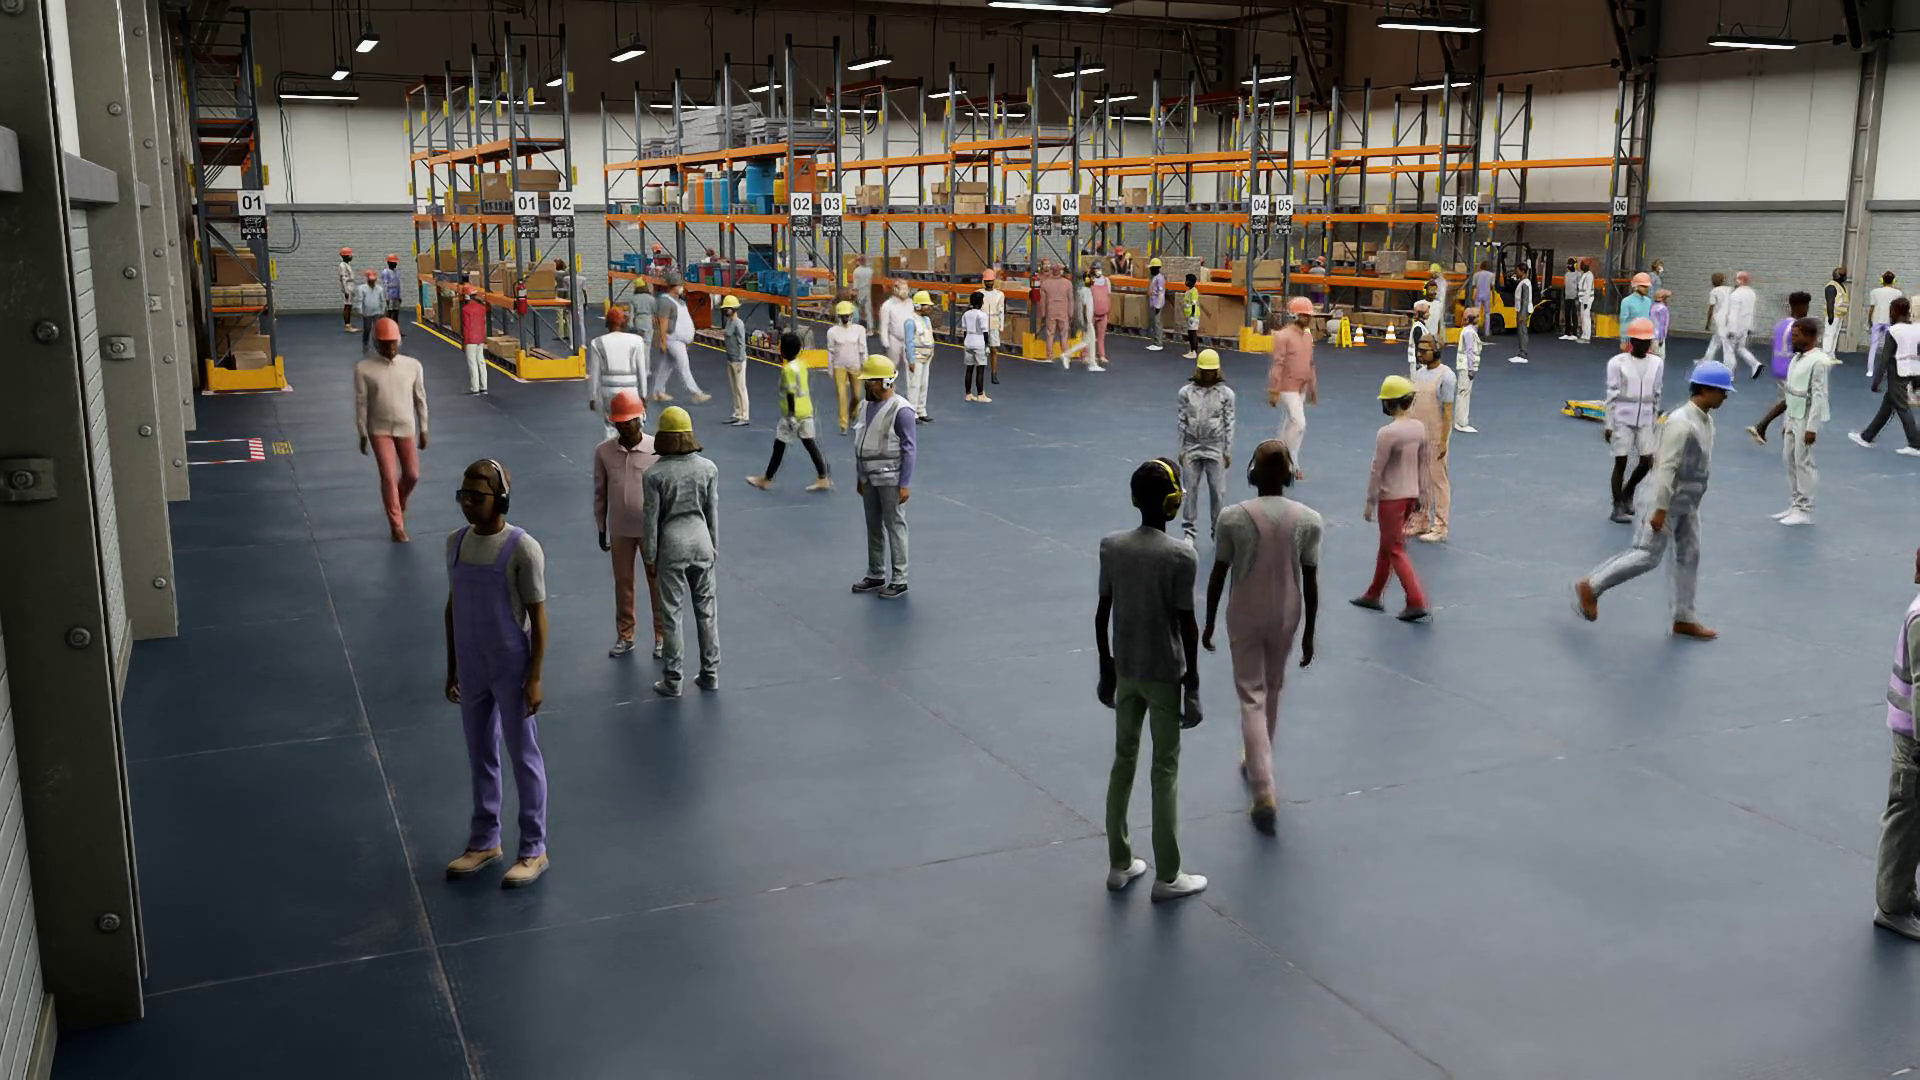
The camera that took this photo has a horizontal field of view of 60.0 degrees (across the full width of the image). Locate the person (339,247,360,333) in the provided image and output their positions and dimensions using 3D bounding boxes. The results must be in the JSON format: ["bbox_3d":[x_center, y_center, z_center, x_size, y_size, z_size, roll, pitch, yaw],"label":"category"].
[{"bbox_3d":[-14.768,-6.033,40.188,0.378,2.044,0.607,-2,11,-10],"label":"person"}]

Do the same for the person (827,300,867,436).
[{"bbox_3d":[-1.482,-2.265,21.766,0.527,1.752,0.612,-2,11,-8],"label":"person"}]

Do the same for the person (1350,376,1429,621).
[{"bbox_3d":[3.091,-0.301,11.836,0.541,1.739,0.740,-10,15,-41],"label":"person"}]

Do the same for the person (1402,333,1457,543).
[{"bbox_3d":[4.136,-0.900,14.632,0.345,1.840,0.503,-4,12,-21],"label":"person"}]

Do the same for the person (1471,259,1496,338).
[{"bbox_3d":[12.099,-5.585,38.475,0.520,1.844,0.444,5,12,24],"label":"person"}]

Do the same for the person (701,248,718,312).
[{"bbox_3d":[-7.225,-7.544,48.307,0.622,1.866,0.454,-3,12,-16],"label":"person"}]

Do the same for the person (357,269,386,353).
[{"bbox_3d":[-12.131,-4.717,34.281,0.571,1.733,0.618,-7,13,-32],"label":"person"}]

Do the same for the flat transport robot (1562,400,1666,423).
[{"bbox_3d":[9.087,-1.792,23.148,0.652,0.197,1.431,-3,12,-14],"label":"flat transport robot"}]

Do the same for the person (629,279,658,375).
[{"bbox_3d":[-5.649,-3.820,29.809,0.515,1.680,0.867,1,11,4],"label":"person"}]

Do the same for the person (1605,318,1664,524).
[{"bbox_3d":[6.244,-1.102,15.451,0.555,1.923,0.442,-1,11,-3],"label":"person"}]

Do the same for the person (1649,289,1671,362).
[{"bbox_3d":[11.557,-3.349,27.618,0.356,1.627,0.532,1,11,5],"label":"person"}]

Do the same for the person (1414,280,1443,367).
[{"bbox_3d":[7.088,-3.000,25.212,0.513,1.872,0.331,-4,12,-18],"label":"person"}]

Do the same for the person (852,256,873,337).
[{"bbox_3d":[-2.382,-5.693,38.899,0.926,1.864,0.655,10,15,42],"label":"person"}]

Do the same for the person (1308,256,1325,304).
[{"bbox_3d":[9.456,-6.609,43.893,0.571,1.738,0.361,9,14,39],"label":"person"}]

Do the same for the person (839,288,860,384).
[{"bbox_3d":[-1.822,-3.421,27.971,0.499,1.619,0.519,-5,12,-24],"label":"person"}]

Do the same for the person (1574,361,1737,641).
[{"bbox_3d":[4.755,-0.283,11.343,0.855,1.907,0.636,10,15,41],"label":"person"}]

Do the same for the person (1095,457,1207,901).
[{"bbox_3d":[0.800,0.581,7.013,0.520,1.873,0.335,10,15,41],"label":"person"}]

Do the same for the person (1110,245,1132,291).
[{"bbox_3d":[4.275,-6.880,44.578,0.631,2.021,0.636,-3,12,-16],"label":"person"}]

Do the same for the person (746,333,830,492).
[{"bbox_3d":[-1.748,-1.307,17.159,0.886,1.641,0.551,3,12,15],"label":"person"}]

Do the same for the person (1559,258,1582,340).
[{"bbox_3d":[13.928,-5.489,37.906,0.328,1.861,0.501,-6,12,-26],"label":"person"}]

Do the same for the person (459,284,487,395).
[{"bbox_3d":[-7.749,-3.174,26.400,0.342,1.747,0.574,3,12,17],"label":"person"}]

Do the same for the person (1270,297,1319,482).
[{"bbox_3d":[3.647,-1.605,17.825,0.659,1.974,0.632,10,15,41],"label":"person"}]

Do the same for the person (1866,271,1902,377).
[{"bbox_3d":[16.278,-3.801,29.327,0.497,1.861,0.330,5,12,24],"label":"person"}]

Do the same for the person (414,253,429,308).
[{"bbox_3d":[-15.352,-7.307,47.403,0.345,1.759,0.519,-4,12,-19],"label":"person"}]

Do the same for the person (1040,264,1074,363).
[{"bbox_3d":[1.865,-4.340,31.932,0.643,1.909,0.409,1,11,6],"label":"person"}]

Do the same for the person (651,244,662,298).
[{"bbox_3d":[-8.610,-7.407,47.288,0.385,1.993,0.624,0,11,-1],"label":"person"}]

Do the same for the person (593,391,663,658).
[{"bbox_3d":[-2.112,-0.097,10.784,0.567,1.743,0.352,2,11,8],"label":"person"}]

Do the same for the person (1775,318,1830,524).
[{"bbox_3d":[7.855,-1.093,15.468,0.379,1.909,0.629,1,11,7],"label":"person"}]

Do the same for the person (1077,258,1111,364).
[{"bbox_3d":[2.608,-4.393,31.855,0.683,2.000,0.537,-5,12,-24],"label":"person"}]

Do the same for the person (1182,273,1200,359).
[{"bbox_3d":[4.584,-4.433,32.957,0.322,1.689,0.530,-1,11,-7],"label":"person"}]

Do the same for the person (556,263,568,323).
[{"bbox_3d":[-10.412,-6.506,43.632,0.503,1.632,0.274,9,14,37],"label":"person"}]

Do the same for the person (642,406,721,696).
[{"bbox_3d":[-1.678,0.063,9.996,0.482,1.734,0.335,-7,13,-30],"label":"person"}]

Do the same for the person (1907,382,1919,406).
[{"bbox_3d":[14.280,-2.820,24.346,0.661,1.853,0.636,3,11,14],"label":"person"}]
